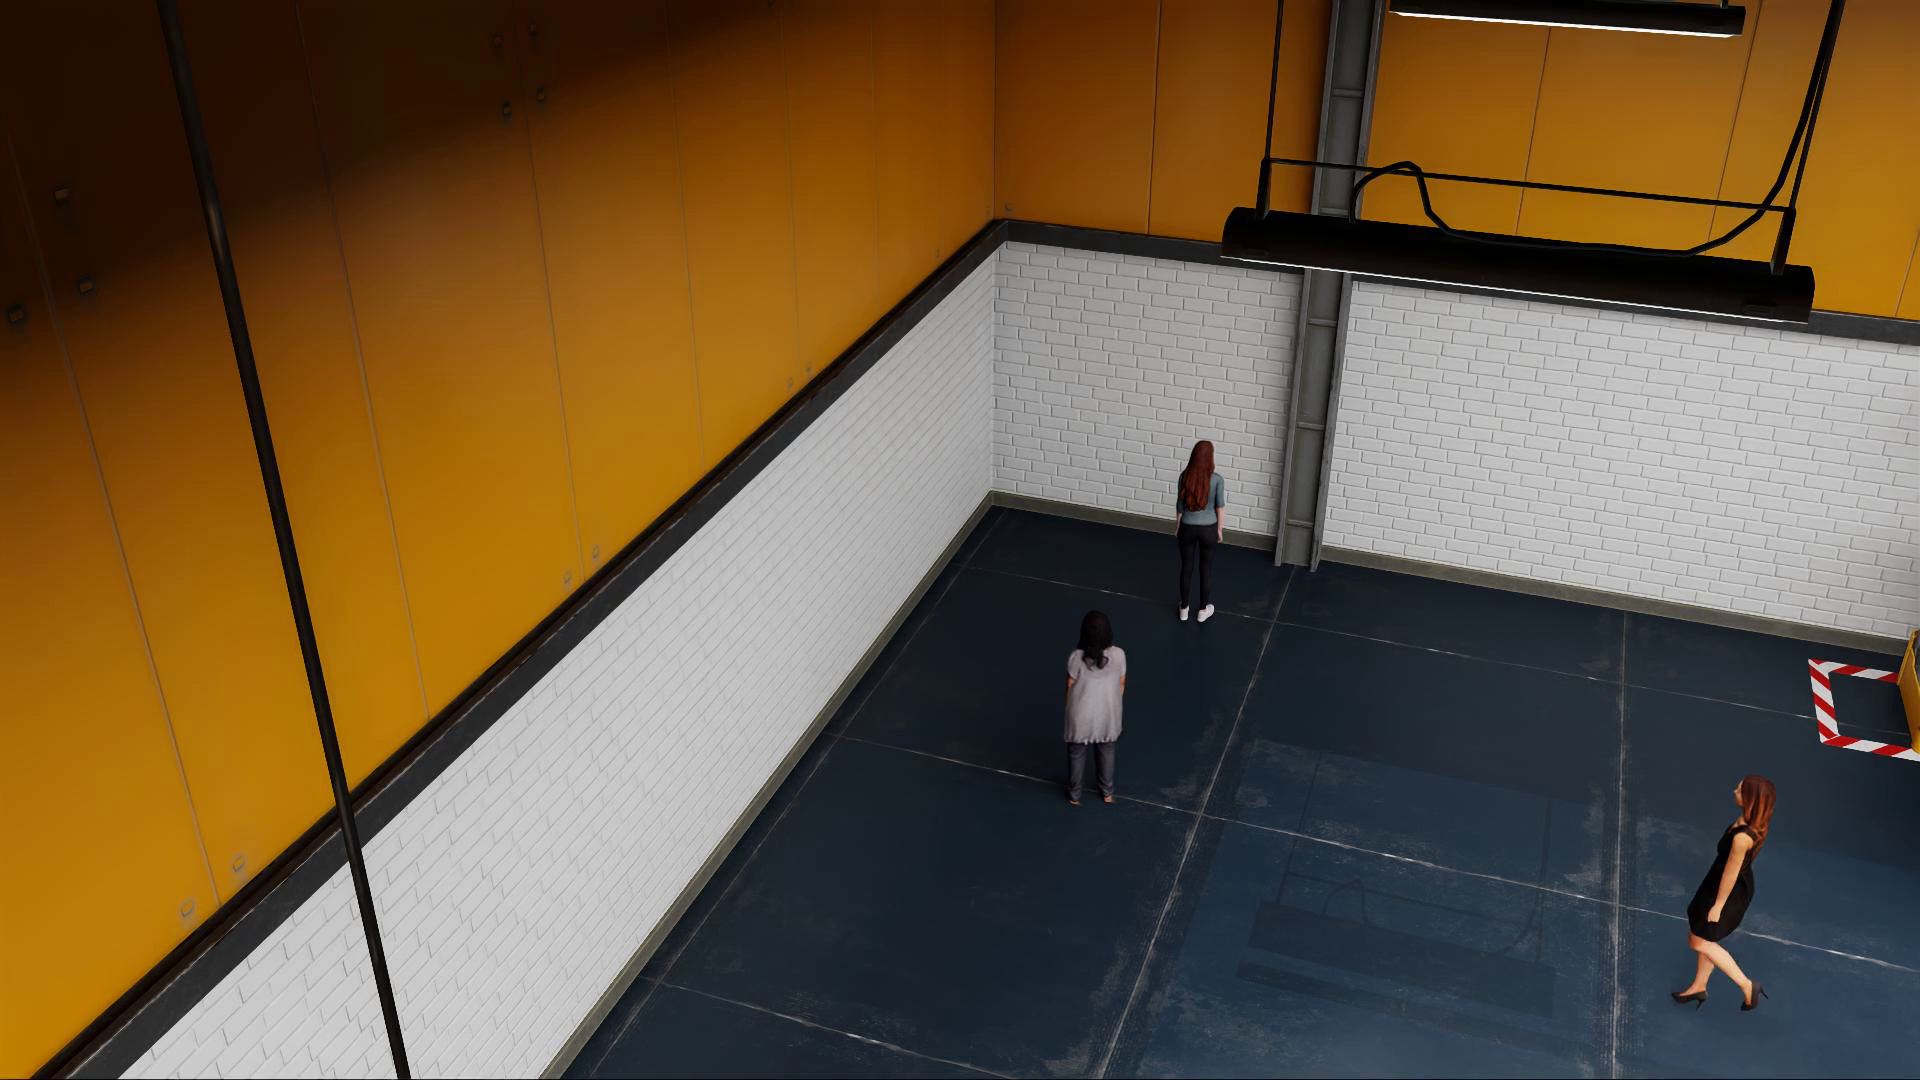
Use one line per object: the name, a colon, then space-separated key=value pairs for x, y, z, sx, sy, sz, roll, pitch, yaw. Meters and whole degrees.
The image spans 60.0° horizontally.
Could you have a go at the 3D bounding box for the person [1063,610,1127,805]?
person: x=0.996 y=1.266 z=12.507 sx=0.751 sy=1.605 sz=0.823 roll=-6 pitch=29 yaw=-10

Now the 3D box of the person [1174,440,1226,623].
person: x=2.122 y=-0.077 z=14.826 sx=0.469 sy=1.742 sz=0.650 roll=8 pitch=30 yaw=15

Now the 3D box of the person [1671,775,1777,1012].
person: x=4.874 y=2.289 z=10.405 sx=0.865 sy=1.821 sz=0.701 roll=19 pitch=34 yaw=31
